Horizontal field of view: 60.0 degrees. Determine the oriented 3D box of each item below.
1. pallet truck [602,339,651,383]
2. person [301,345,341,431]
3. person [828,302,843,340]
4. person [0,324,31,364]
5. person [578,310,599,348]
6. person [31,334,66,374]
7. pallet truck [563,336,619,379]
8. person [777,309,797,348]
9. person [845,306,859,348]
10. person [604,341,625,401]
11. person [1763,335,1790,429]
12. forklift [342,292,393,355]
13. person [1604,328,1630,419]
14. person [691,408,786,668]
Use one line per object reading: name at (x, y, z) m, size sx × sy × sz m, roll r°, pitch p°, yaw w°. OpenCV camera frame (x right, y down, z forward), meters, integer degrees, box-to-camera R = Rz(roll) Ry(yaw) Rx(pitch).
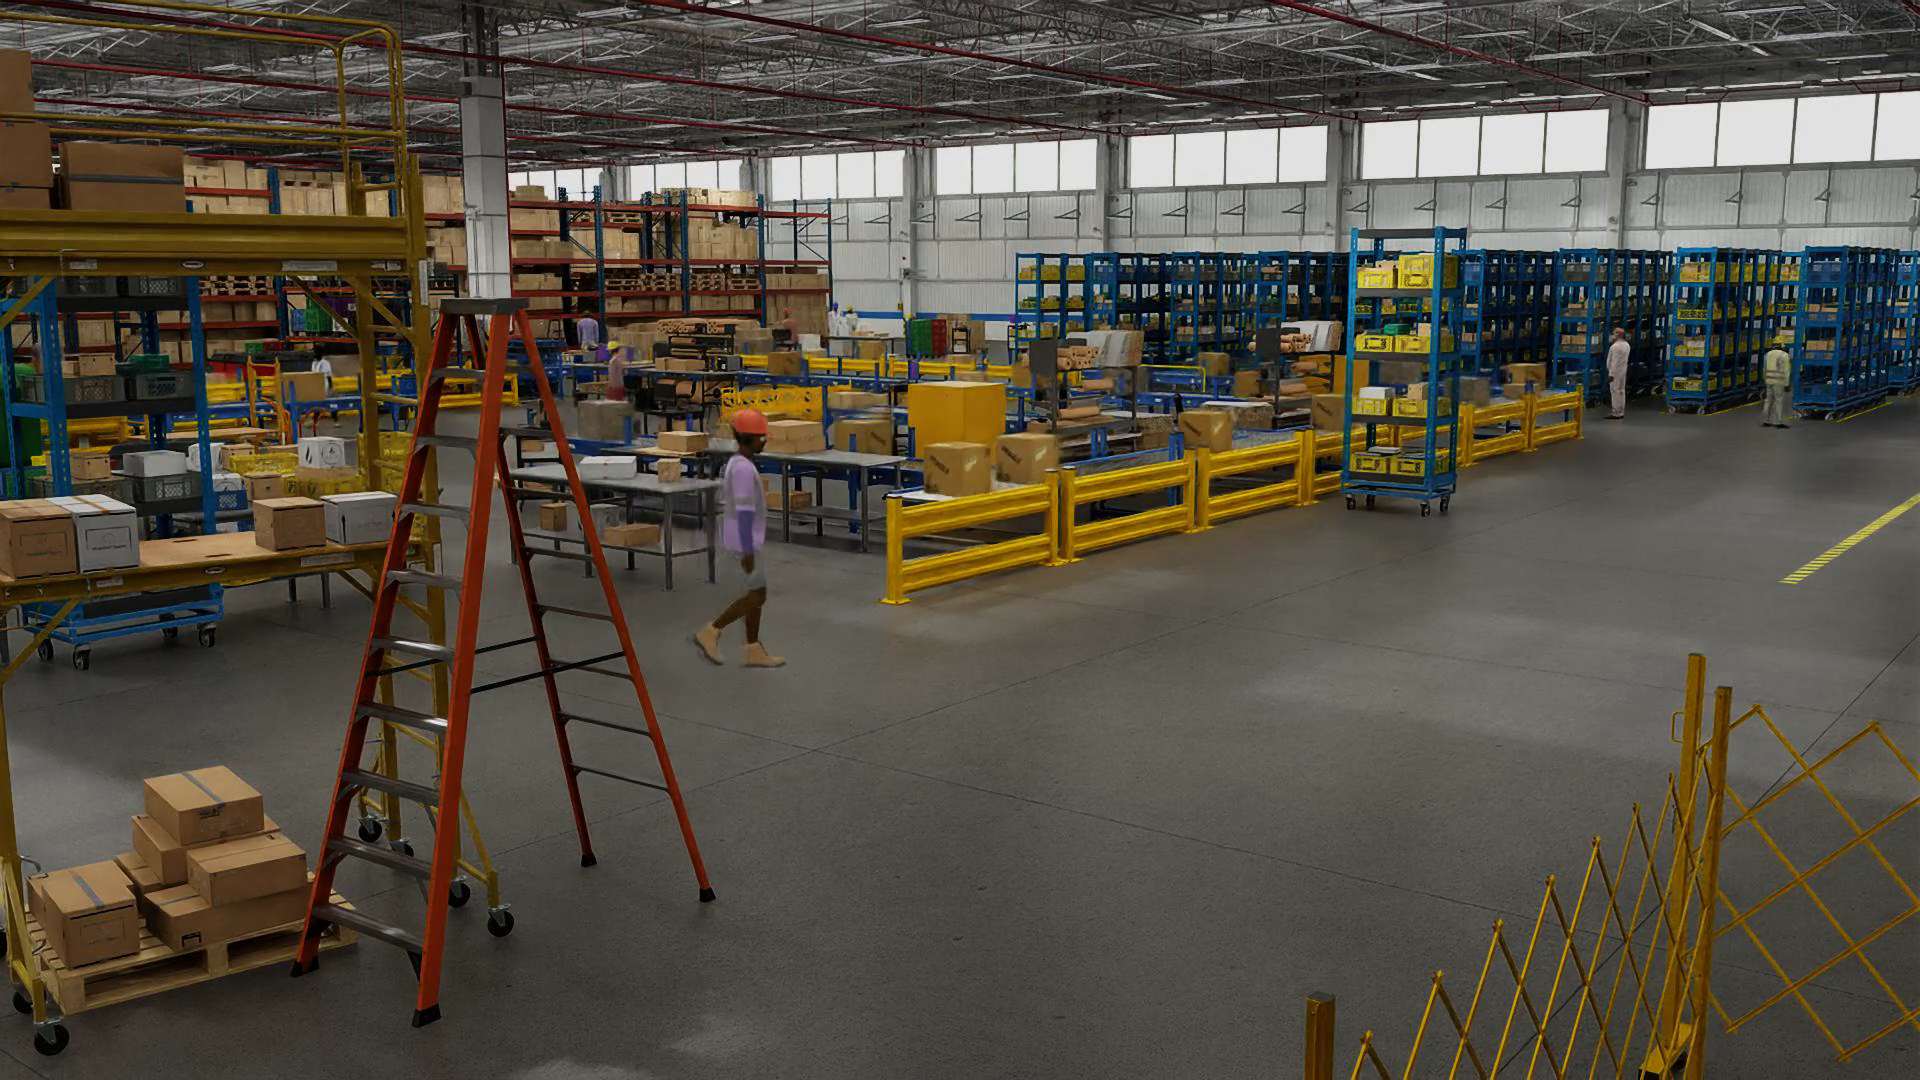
pallet truck at (-8.991, -4.871, 45.351) m, size 0.653 × 1.274 × 1.630 m, roll 7°, pitch 11°, yaw 37°
person at (-12.439, -2.956, 32.300) m, size 0.551 × 1.639 × 0.906 m, roll 8°, pitch 12°, yaw 41°
person at (-4.750, -8.114, 63.582) m, size 0.605 × 1.944 × 0.402 m, roll -2°, pitch 9°, yaw -14°
person at (-30.763, -6.523, 53.859) m, size 1.003 × 1.880 × 0.572 m, roll -3°, pitch 9°, yaw -16°
person at (-11.320, -6.050, 50.719) m, size 0.635 × 1.937 × 0.352 m, roll -1°, pitch 9°, yaw -7°
person at (-19.453, -3.576, 35.595) m, size 0.709 × 1.839 × 0.988 m, roll -4°, pitch 10°, yaw -22°
pallet truck at (-10.690, -5.294, 48.215) m, size 1.601 × 1.201 × 0.680 m, roll -5°, pitch 10°, yaw -26°
person at (-5.416, -6.139, 51.227) m, size 0.980 × 1.947 × 0.652 m, roll 5°, pitch 10°, yaw 28°
person at (-4.411, -8.758, 68.267) m, size 0.582 × 1.720 × 0.413 m, roll -2°, pitch 9°, yaw -12°
person at (-6.614, -2.915, 31.710) m, size 0.485 × 1.747 × 0.556 m, roll 1°, pitch 9°, yaw 8°
person at (16.050, -3.103, 32.655) m, size 0.403 × 1.831 × 0.596 m, roll -3°, pitch 10°, yaw -17°
forklift at (-16.485, -5.622, 45.120) m, size 1.129 × 2.768 × 1.873 m, roll 7°, pitch 11°, yaw 37°
person at (13.696, -3.469, 34.713) m, size 0.644 × 1.907 × 0.400 m, roll -9°, pitch 13°, yaw -44°
person at (-1.680, 0.009, 12.648) m, size 0.612 × 2.026 × 0.605 m, roll -1°, pitch 9°, yaw -8°
